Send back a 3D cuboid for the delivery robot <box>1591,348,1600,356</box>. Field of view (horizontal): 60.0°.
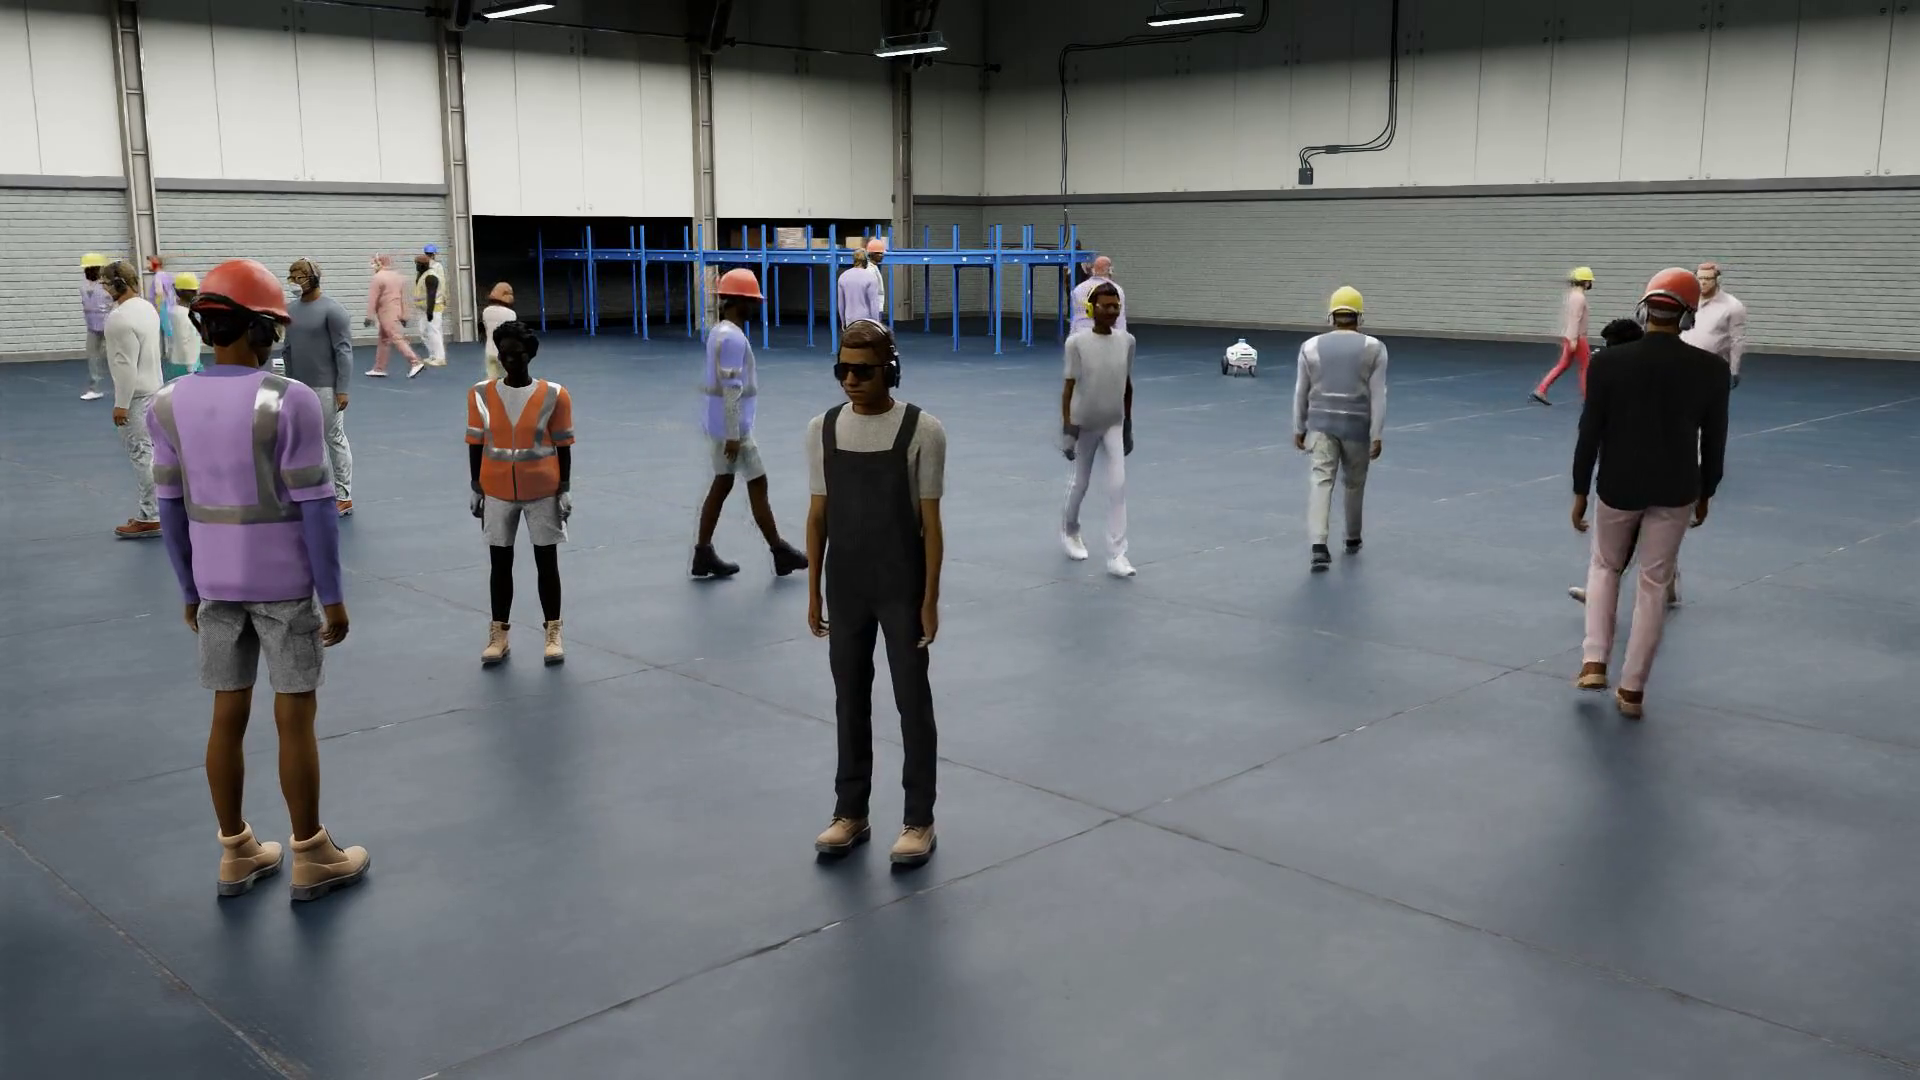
[{"bbox_3d":[9.801,-2.888,24.981,0.698,0.223,0.335,-3,11,-15],"label":"delivery robot"}]

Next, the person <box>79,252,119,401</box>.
[{"bbox_3d":[-11.162,-2.807,21.742,0.604,1.900,0.895,3,11,15],"label":"person"}]

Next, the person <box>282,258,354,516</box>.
[{"bbox_3d":[-4.857,-1.149,12.569,0.635,1.937,0.352,5,12,26],"label":"person"}]

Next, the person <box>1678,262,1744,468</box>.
[{"bbox_3d":[6.786,-1.594,15.188,0.654,1.881,0.830,9,14,41],"label":"person"}]

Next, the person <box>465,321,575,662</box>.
[{"bbox_3d":[-2.174,-0.235,8.242,0.529,1.697,0.321,-1,10,-4],"label":"person"}]

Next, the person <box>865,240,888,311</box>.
[{"bbox_3d":[-1.256,-3.443,24.808,0.386,2.042,0.622,0,10,-1],"label":"person"}]

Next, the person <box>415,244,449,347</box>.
[{"bbox_3d":[-10.080,-4.672,31.757,0.617,1.944,0.398,4,11,18],"label":"person"}]

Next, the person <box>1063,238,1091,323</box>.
[{"bbox_3d":[2.820,-6.318,40.595,0.681,2.000,0.535,-1,10,-7],"label":"person"}]

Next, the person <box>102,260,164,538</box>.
[{"bbox_3d":[-5.830,-0.998,11.755,0.373,1.938,0.630,-2,11,-9],"label":"person"}]

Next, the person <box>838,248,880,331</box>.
[{"bbox_3d":[-1.340,-2.922,22.240,0.634,1.937,0.355,7,12,33],"label":"person"}]

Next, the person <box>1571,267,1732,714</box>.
[{"bbox_3d":[3.058,-0.217,7.411,0.620,1.967,0.467,4,11,21],"label":"person"}]

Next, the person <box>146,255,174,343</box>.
[{"bbox_3d":[-12.676,-3.621,26.436,0.947,1.805,0.580,-5,11,-24],"label":"person"}]

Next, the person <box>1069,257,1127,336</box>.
[{"bbox_3d":[1.531,-2.180,18.417,0.745,1.869,0.762,8,13,37],"label":"person"}]

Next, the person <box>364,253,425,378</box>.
[{"bbox_3d":[-8.492,-3.359,24.874,0.979,1.856,0.646,2,11,9],"label":"person"}]

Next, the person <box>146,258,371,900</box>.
[{"bbox_3d":[-2.234,0.131,5.317,0.607,2.040,0.378,2,11,12],"label":"person"}]

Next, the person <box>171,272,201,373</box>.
[{"bbox_3d":[-7.412,-1.699,16.061,0.366,1.750,0.557,-3,11,-16],"label":"person"}]

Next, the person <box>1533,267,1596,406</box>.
[{"bbox_3d":[7.562,-2.509,20.557,0.874,1.732,0.531,2,11,13],"label":"person"}]

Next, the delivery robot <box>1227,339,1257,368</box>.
[{"bbox_3d":[4.285,-2.816,25.297,0.477,0.478,0.707,-1,10,-2],"label":"delivery robot"}]

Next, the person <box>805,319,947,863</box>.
[{"bbox_3d":[-0.290,0.175,5.628,0.503,1.839,0.329,3,11,17],"label":"person"}]

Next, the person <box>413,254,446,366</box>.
[{"bbox_3d":[-8.620,-3.733,27.030,0.485,1.804,0.649,-8,13,-37],"label":"person"}]

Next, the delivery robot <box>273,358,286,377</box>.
[{"bbox_3d":[-9.299,-2.459,23.349,0.477,0.478,0.707,4,11,20],"label":"delivery robot"}]

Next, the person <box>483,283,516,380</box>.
[{"bbox_3d":[-4.878,-1.961,17.925,0.501,1.600,0.735,5,12,28],"label":"person"}]

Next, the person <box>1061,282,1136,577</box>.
[{"bbox_3d":[0.878,-0.726,10.603,0.533,1.833,0.989,-3,11,-16],"label":"person"}]

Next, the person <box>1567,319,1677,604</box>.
[{"bbox_3d":[3.770,-0.418,9.383,0.871,1.640,0.569,-3,11,-14],"label":"person"}]

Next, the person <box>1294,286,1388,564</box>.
[{"bbox_3d":[2.469,-0.751,10.828,0.607,1.785,0.951,4,11,22],"label":"person"}]

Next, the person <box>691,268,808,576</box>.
[{"bbox_3d":[-1.316,-0.717,10.308,0.814,1.899,0.568,-4,11,-20],"label":"person"}]
